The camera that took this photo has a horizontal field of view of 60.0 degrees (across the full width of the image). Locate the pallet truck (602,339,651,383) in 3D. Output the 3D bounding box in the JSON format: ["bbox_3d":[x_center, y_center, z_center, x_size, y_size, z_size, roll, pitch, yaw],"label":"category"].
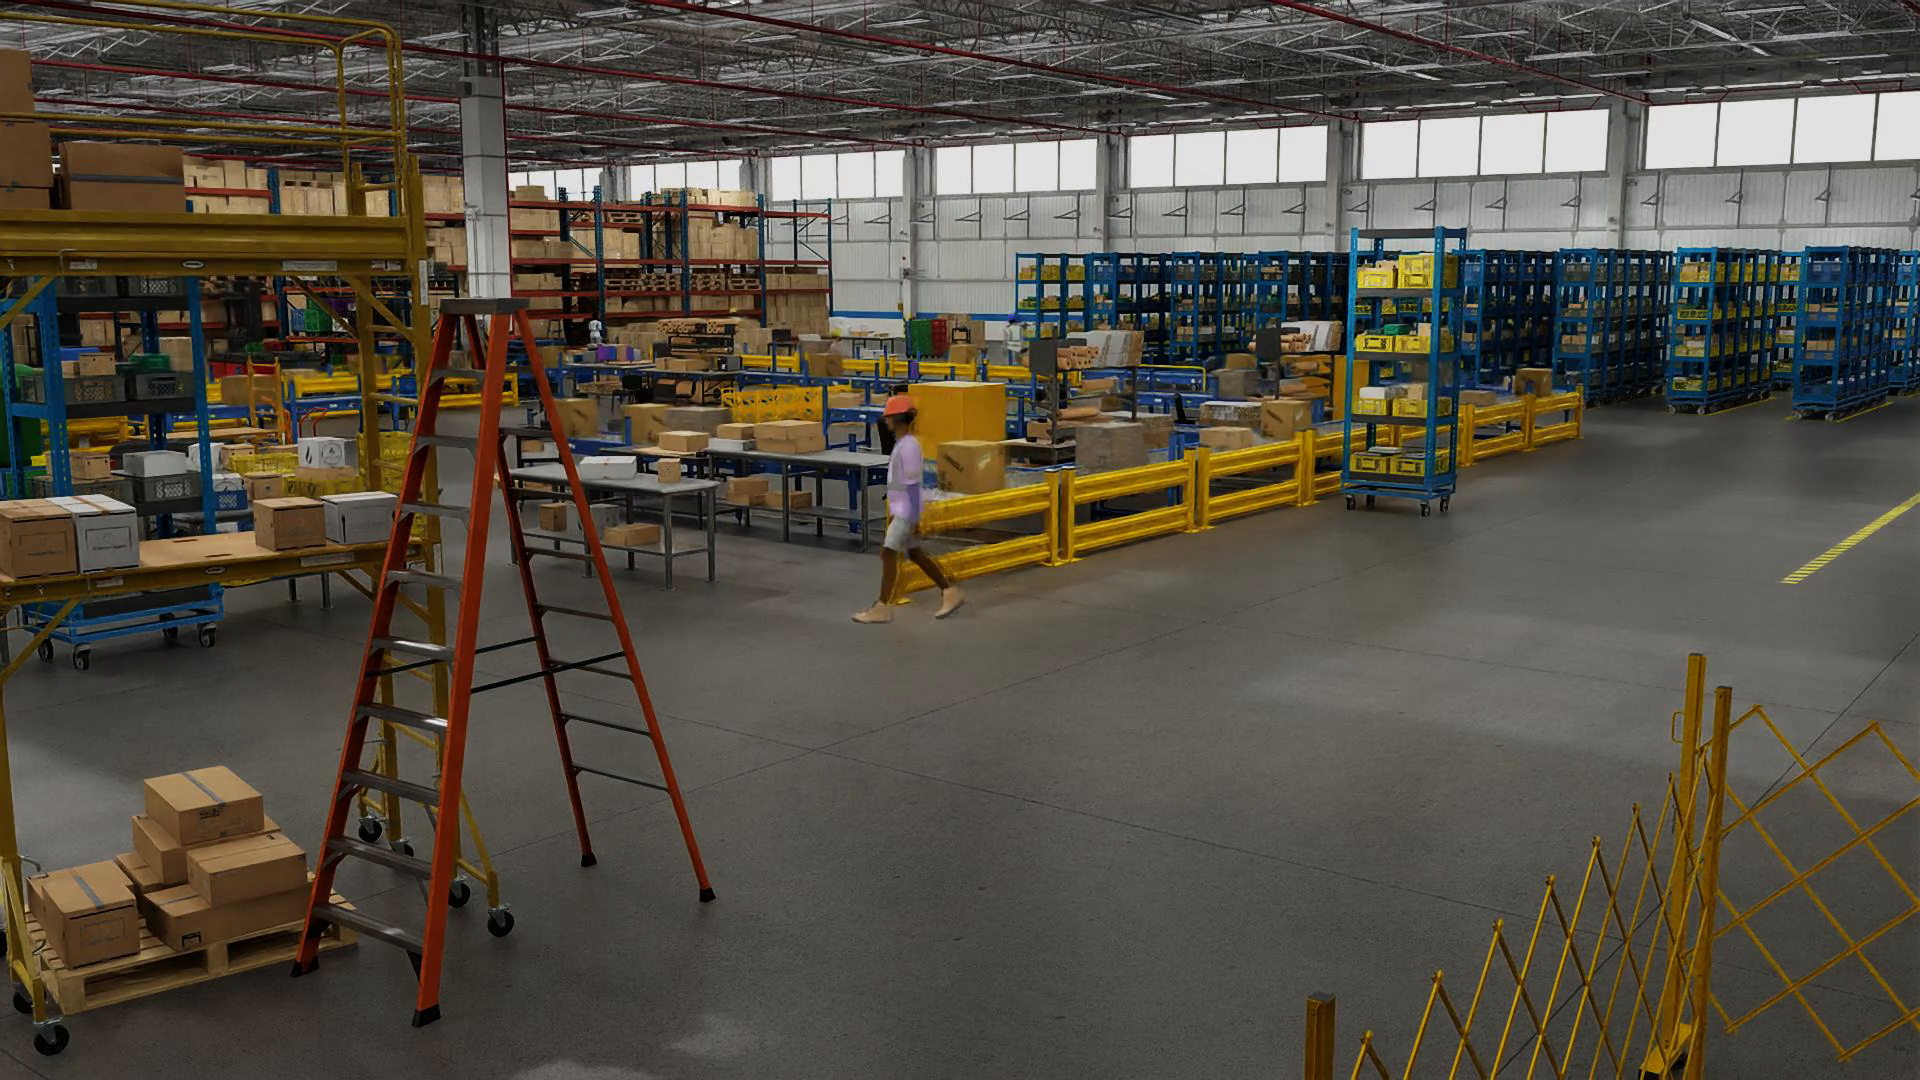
[{"bbox_3d":[-8.991,-4.871,45.351,0.653,1.274,1.630,7,11,37],"label":"pallet truck"}]

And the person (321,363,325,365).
[{"bbox_3d":[-20.608,-6.477,53.386,0.542,1.939,0.369,2,9,12],"label":"person"}]

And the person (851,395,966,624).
[{"bbox_3d":[-0.418,-0.264,14.468,0.978,2.000,0.632,-1,9,-6],"label":"person"}]

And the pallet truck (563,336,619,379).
[{"bbox_3d":[-10.690,-5.294,48.215,1.601,1.201,0.680,-5,10,-26],"label":"pallet truck"}]

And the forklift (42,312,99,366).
[{"bbox_3d":[-23.779,-5.451,44.052,1.873,2.768,1.129,7,11,36],"label":"forklift"}]

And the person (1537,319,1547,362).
[{"bbox_3d":[16.247,-5.261,46.279,0.566,1.791,0.955,-1,9,-6],"label":"person"}]

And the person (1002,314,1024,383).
[{"bbox_3d":[1.435,-5.263,45.816,0.642,1.930,0.479,-6,11,-31],"label":"person"}]

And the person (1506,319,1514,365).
[{"bbox_3d":[15.310,-5.291,46.357,0.507,1.816,0.613,7,12,38],"label":"person"}]

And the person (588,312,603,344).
[{"bbox_3d":[-12.576,-7.008,57.448,0.534,1.698,0.318,4,10,25],"label":"person"}]

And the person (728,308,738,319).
[{"bbox_3d":[-8.499,-7.880,62.706,0.523,1.754,0.563,7,12,38],"label":"person"}]

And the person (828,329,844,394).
[{"bbox_3d":[-2.938,-4.086,39.046,0.579,1.746,0.531,3,10,21],"label":"person"}]

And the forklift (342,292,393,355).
[{"bbox_3d":[-16.485,-5.622,45.120,1.129,2.768,1.873,7,11,37],"label":"forklift"}]

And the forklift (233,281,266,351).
[{"bbox_3d":[-19.227,-5.619,45.100,1.129,2.768,1.873,7,11,37],"label":"forklift"}]
